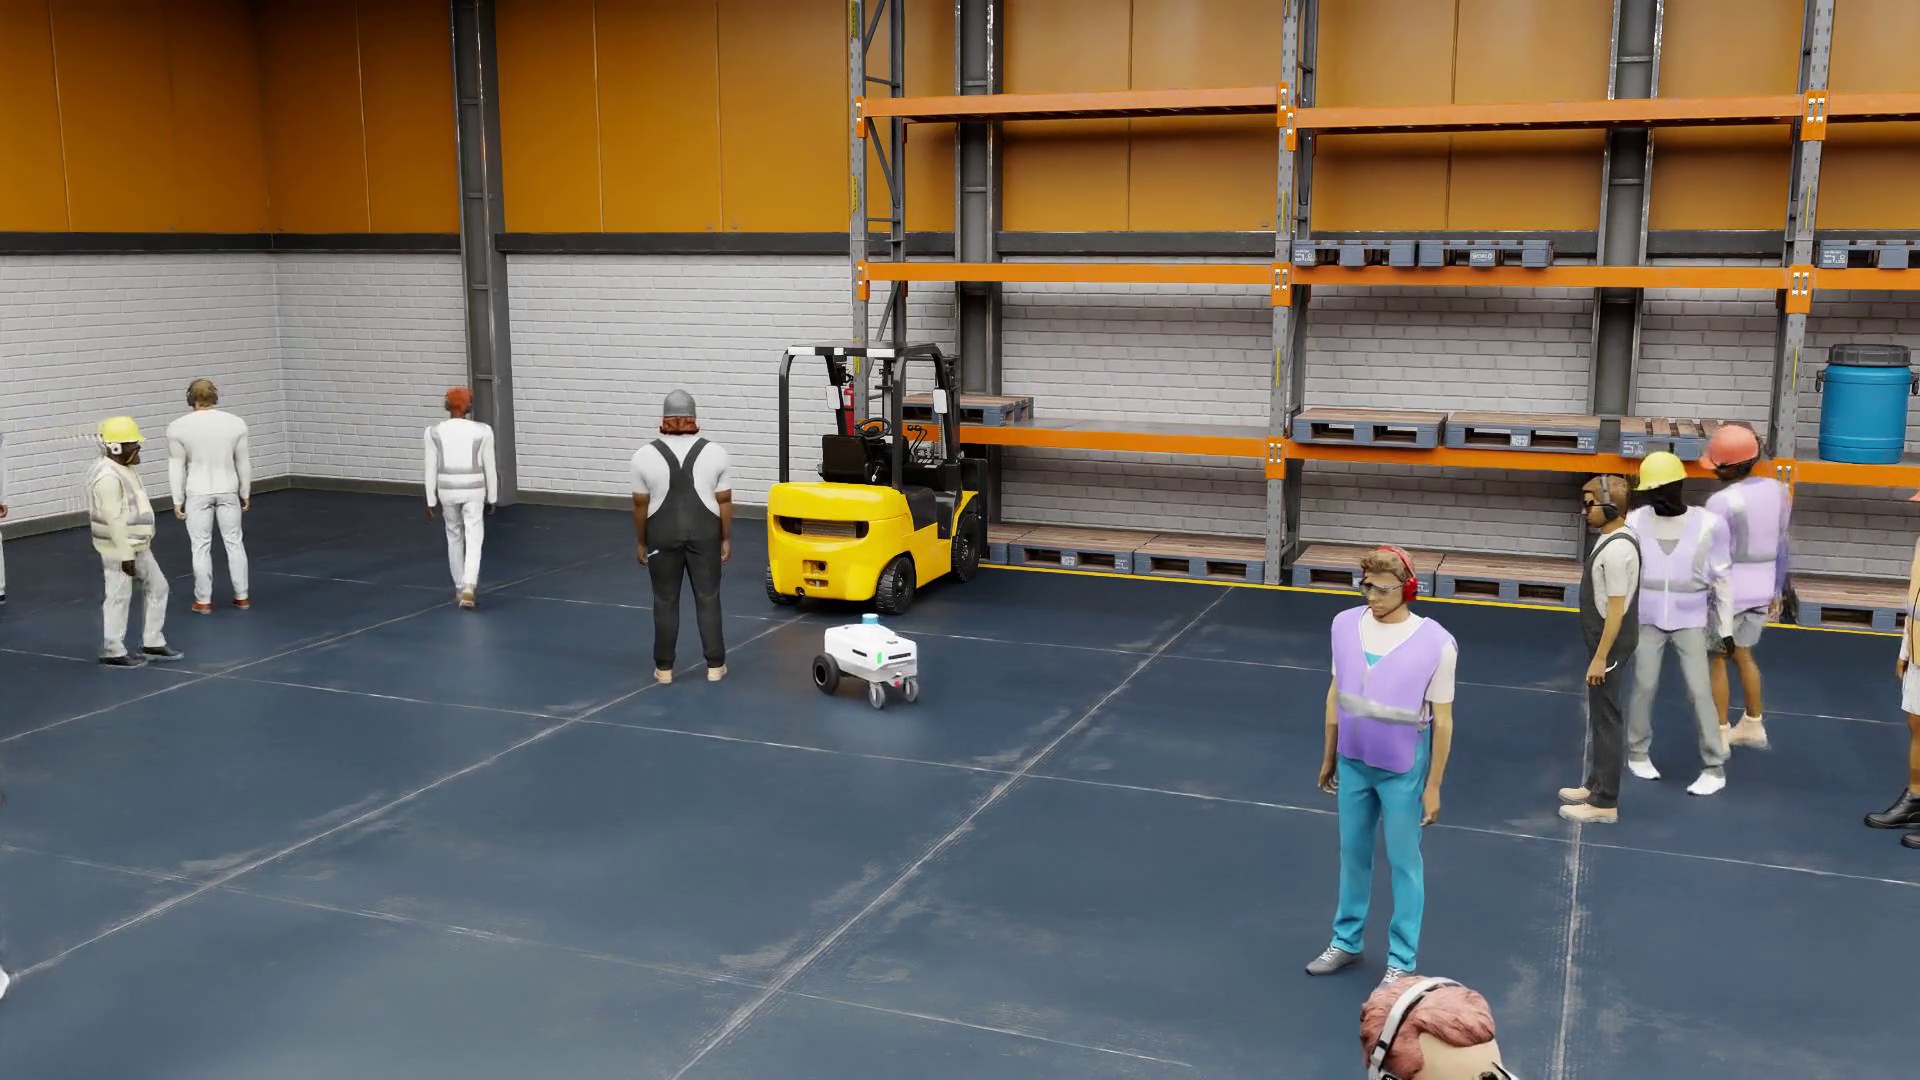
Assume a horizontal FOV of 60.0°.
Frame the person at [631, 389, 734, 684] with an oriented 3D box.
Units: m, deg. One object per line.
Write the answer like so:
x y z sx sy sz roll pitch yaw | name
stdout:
-1.911 -0.033 11.505 0.688 2.000 0.536 -2 10 -10 | person

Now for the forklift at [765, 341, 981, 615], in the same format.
-0.739 -0.602 14.246 1.214 2.155 2.313 4 11 21 | forklift

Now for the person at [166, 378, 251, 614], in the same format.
-6.140 -0.359 13.641 0.633 1.931 0.364 -8 13 -36 | person

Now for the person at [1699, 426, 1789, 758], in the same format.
4.554 0.315 9.748 0.699 1.984 0.421 -5 11 -24 | person

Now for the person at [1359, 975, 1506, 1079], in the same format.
0.725 1.612 2.713 0.644 1.907 0.399 -8 13 -37 | person

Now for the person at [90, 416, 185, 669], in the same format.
-5.832 0.027 11.803 0.650 1.808 0.631 -2 10 -14 | person

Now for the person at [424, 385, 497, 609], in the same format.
-4.163 -0.367 13.888 0.573 1.855 0.914 -2 10 -9 | person

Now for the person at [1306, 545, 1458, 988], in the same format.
1.715 0.933 6.735 0.401 1.854 0.574 -10 14 -43 | person

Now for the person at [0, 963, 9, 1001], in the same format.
-4.156 0.967 6.431 0.686 1.879 0.639 -1 10 -4 | person

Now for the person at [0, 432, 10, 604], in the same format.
-8.218 -0.338 13.820 0.403 1.826 0.596 8 13 38 | person

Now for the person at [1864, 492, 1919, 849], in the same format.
4.893 0.586 8.342 0.374 1.939 0.545 0 10 -1 | person

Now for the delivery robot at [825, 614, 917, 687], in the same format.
-0.597 0.736 11.099 0.477 0.478 0.707 -7 13 -36 | delivery robot

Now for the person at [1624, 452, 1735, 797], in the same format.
3.959 0.448 9.288 0.689 1.889 0.450 6 12 32 | person

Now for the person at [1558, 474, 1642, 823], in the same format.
3.370 0.567 8.723 0.346 1.840 0.505 4 11 21 | person
